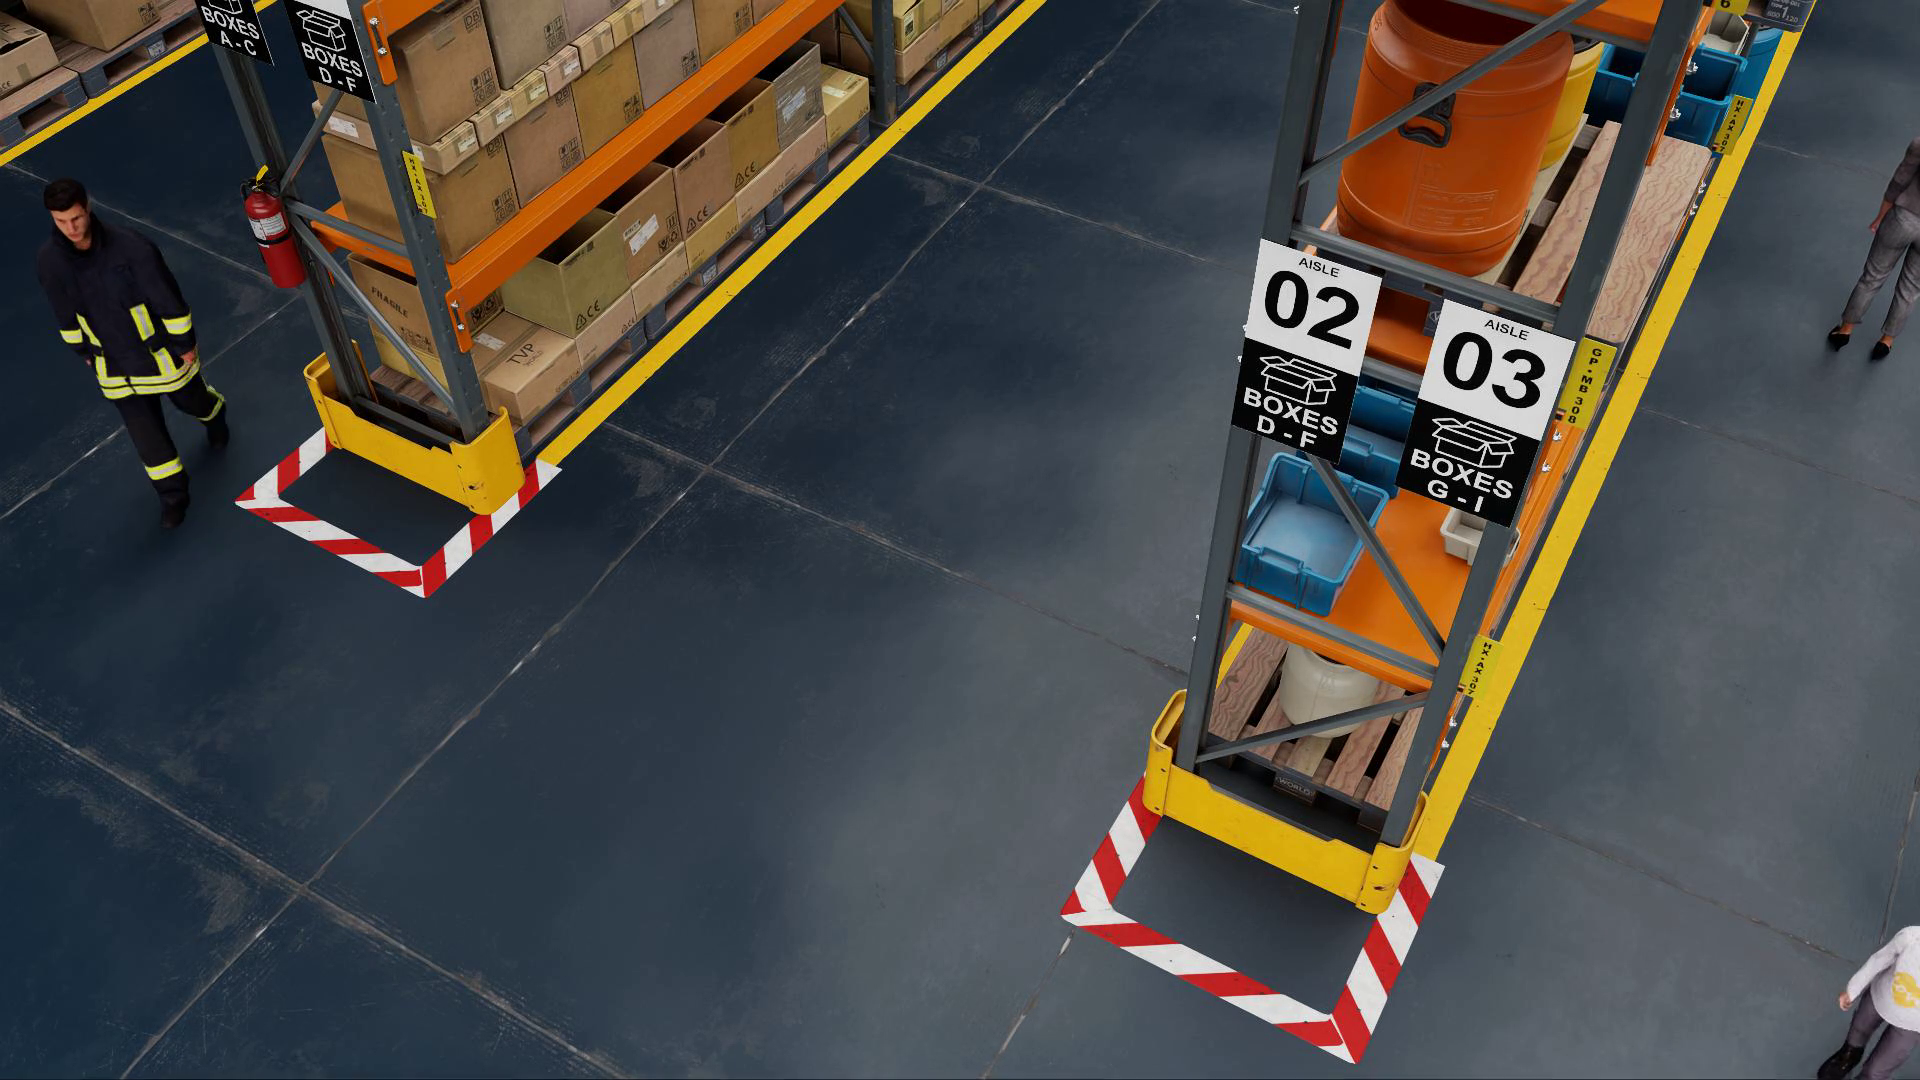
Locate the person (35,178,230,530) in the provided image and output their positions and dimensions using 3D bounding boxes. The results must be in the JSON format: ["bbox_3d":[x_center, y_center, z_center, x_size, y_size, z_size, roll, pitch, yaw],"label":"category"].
[{"bbox_3d":[-4.091,-1.039,8.305,1.208,1.895,1.285,-9,48,-9],"label":"person"}]

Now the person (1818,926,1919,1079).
[{"bbox_3d":[3.539,1.699,6.200,0.701,1.269,0.612,-27,53,-23],"label":"person"}]

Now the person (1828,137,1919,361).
[{"bbox_3d":[5.200,-1.682,9.045,0.614,1.680,0.582,21,51,18],"label":"person"}]
